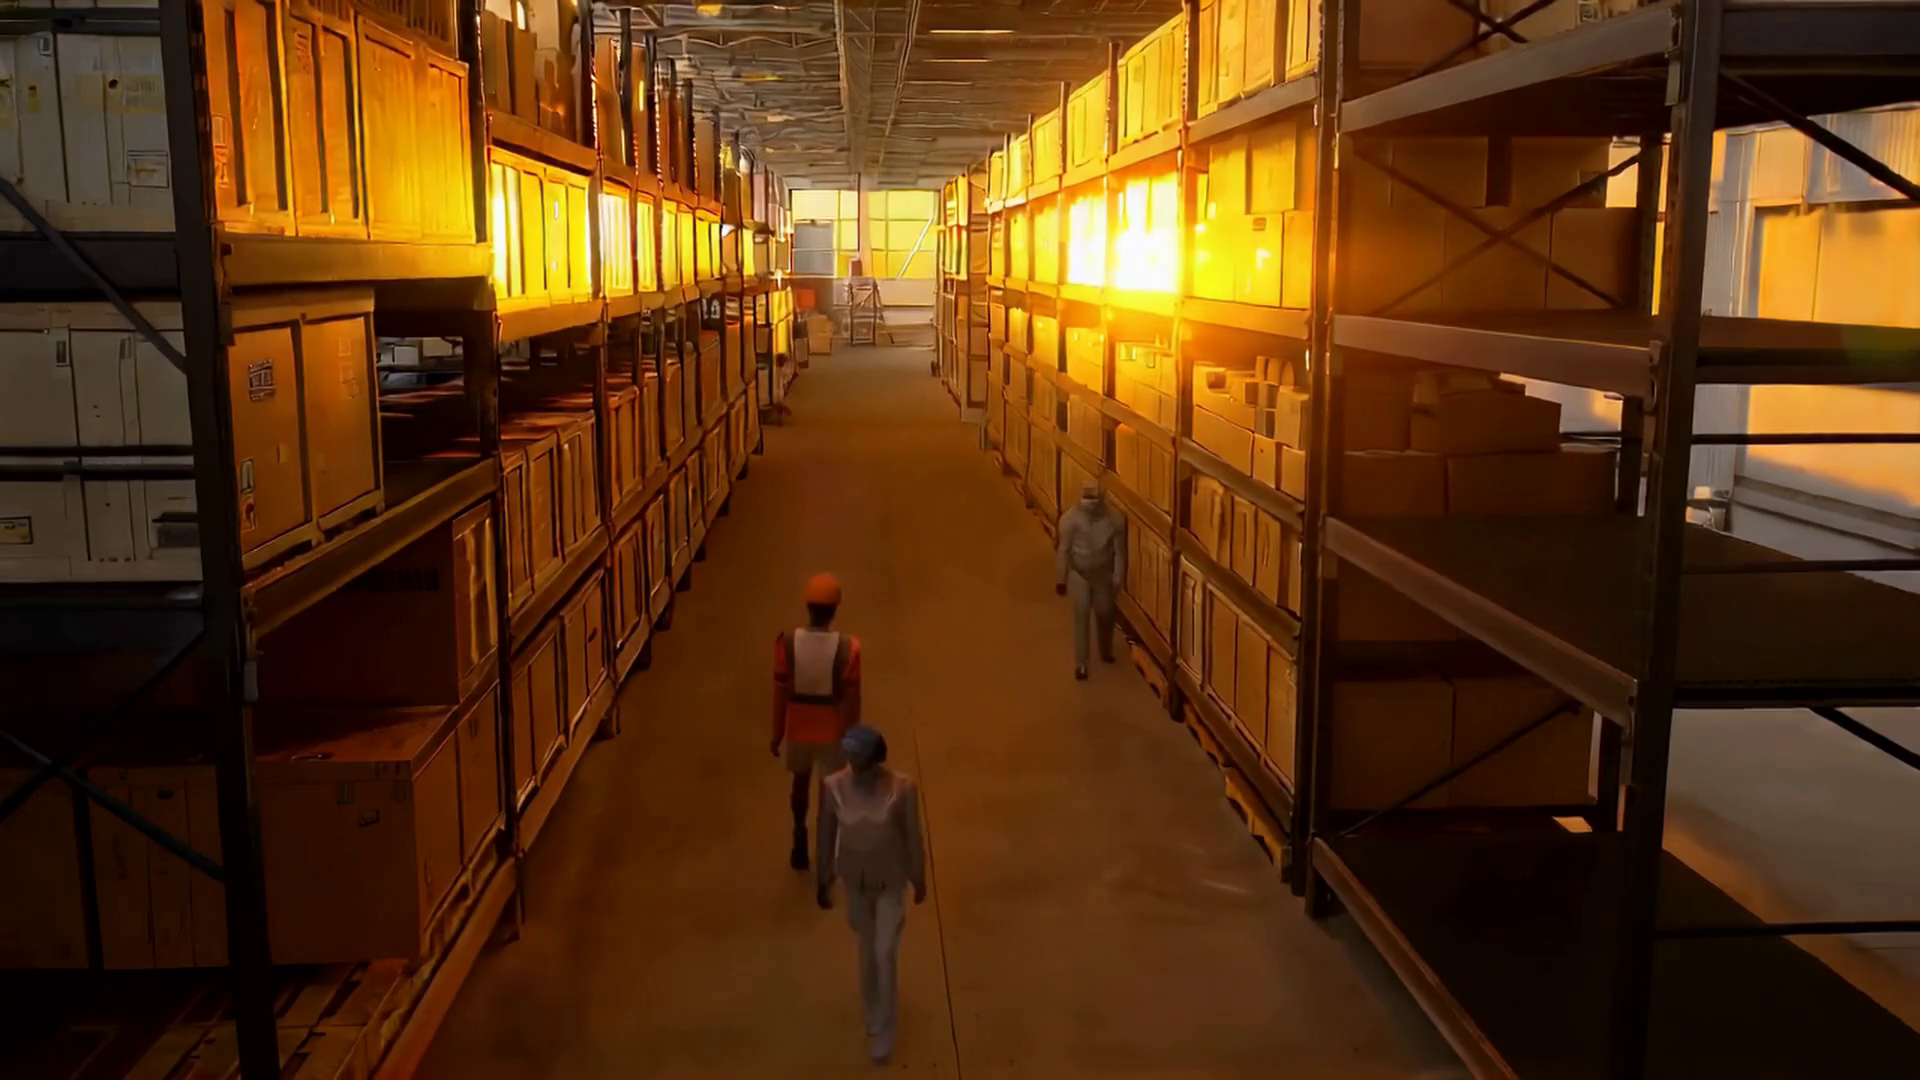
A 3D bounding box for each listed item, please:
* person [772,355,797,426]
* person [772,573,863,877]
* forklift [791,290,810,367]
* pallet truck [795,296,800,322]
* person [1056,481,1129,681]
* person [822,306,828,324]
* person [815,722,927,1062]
[{"bbox_3d":[-4.127,-3.487,38.872,0.493,1.683,0.540,-1,10,-6],"label":"person"},{"bbox_3d":[-0.886,1.165,10.359,0.582,1.920,0.453,1,10,4],"label":"person"},{"bbox_3d":[-6.107,-7.760,60.821,1.129,2.768,1.873,-1,10,-3],"label":"forklift"},{"bbox_3d":[-8.622,-12.439,91.403,1.885,1.965,0.823,2,10,13],"label":"pallet truck"},{"bbox_3d":[1.241,0.330,15.614,0.667,1.853,0.904,0,10,2],"label":"person"},{"bbox_3d":[-6.605,-10.580,81.218,0.322,1.689,0.531,-5,11,-25],"label":"person"},{"bbox_3d":[-0.462,1.696,8.089,0.531,1.611,0.693,3,10,15],"label":"person"}]
